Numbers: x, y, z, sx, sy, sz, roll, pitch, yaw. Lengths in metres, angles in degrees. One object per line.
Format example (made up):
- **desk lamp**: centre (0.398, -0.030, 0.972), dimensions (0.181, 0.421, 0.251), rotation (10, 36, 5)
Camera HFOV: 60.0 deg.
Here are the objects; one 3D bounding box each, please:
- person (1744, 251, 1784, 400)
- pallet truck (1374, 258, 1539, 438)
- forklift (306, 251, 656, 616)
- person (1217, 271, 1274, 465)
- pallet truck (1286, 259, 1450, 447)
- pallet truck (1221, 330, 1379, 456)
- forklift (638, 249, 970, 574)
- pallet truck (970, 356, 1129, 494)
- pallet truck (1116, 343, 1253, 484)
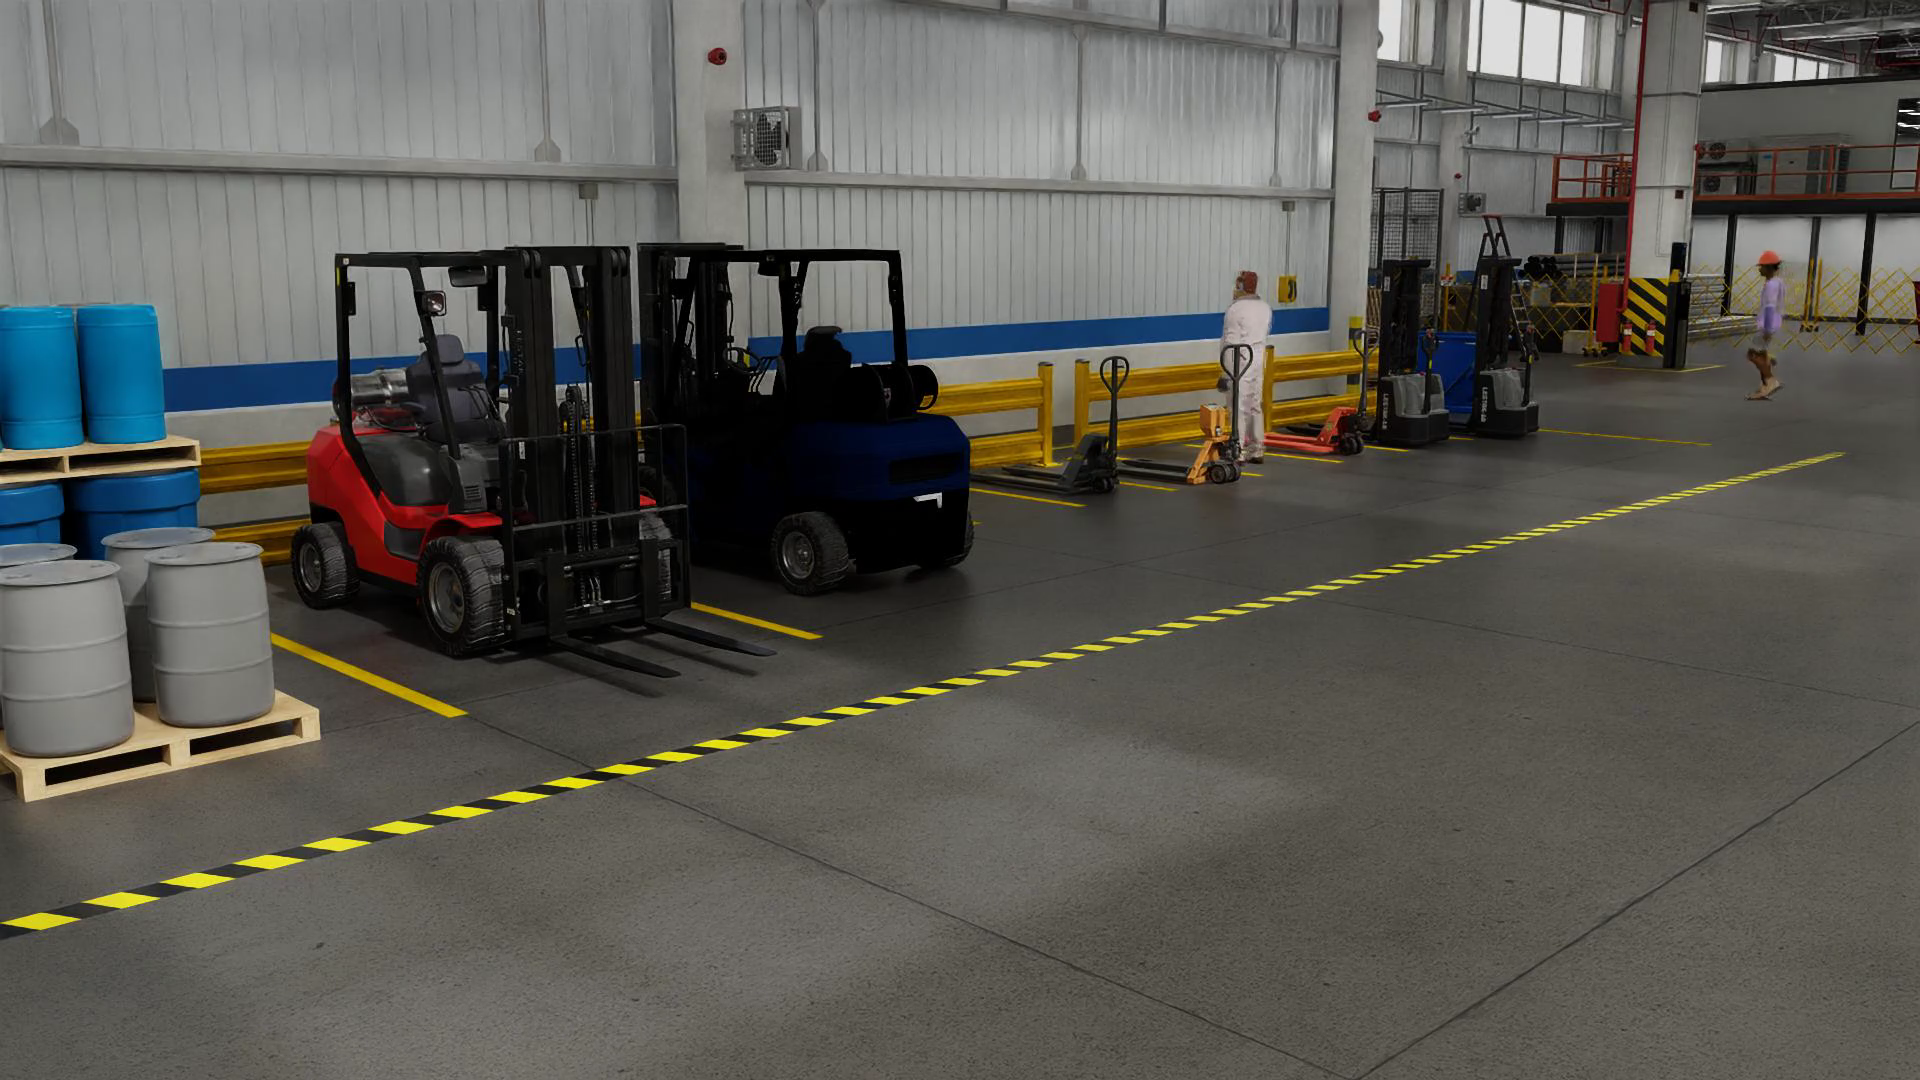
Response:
- **person**: centre (10.918, -2.897, 22.580), dimensions (0.424, 2.023, 0.630), rotation (6, 12, 29)
- **pallet truck**: centre (5.704, -2.208, 18.901), dimensions (1.885, 1.965, 0.823), rotation (10, 14, 43)
- **forklift**: centre (-2.833, -0.669, 9.694), dimensions (1.157, 1.987, 2.680), rotation (-10, 14, -44)
- **person**: centre (2.760, -1.657, 16.217), dimensions (0.700, 1.892, 0.424), rotation (-10, 14, -43)
- **pallet truck**: centre (4.493, -2.078, 18.196), dimensions (0.823, 1.965, 1.885), rotation (-9, 14, -40)
- **pallet truck**: centre (3.563, -1.581, 17.381), dimensions (0.653, 1.274, 1.630), rotation (-10, 14, -44)
- **forklift**: centre (-1.173, -0.958, 11.239), dimensions (2.680, 1.987, 1.157), rotation (10, 14, 43)
- **pallet truck**: centre (0.784, -1.085, 14.876), dimensions (0.680, 1.201, 1.601), rotation (-10, 14, -44)
- **pallet truck**: centre (1.962, -1.215, 15.415), dimensions (1.522, 1.261, 0.704), rotation (10, 14, 43)
